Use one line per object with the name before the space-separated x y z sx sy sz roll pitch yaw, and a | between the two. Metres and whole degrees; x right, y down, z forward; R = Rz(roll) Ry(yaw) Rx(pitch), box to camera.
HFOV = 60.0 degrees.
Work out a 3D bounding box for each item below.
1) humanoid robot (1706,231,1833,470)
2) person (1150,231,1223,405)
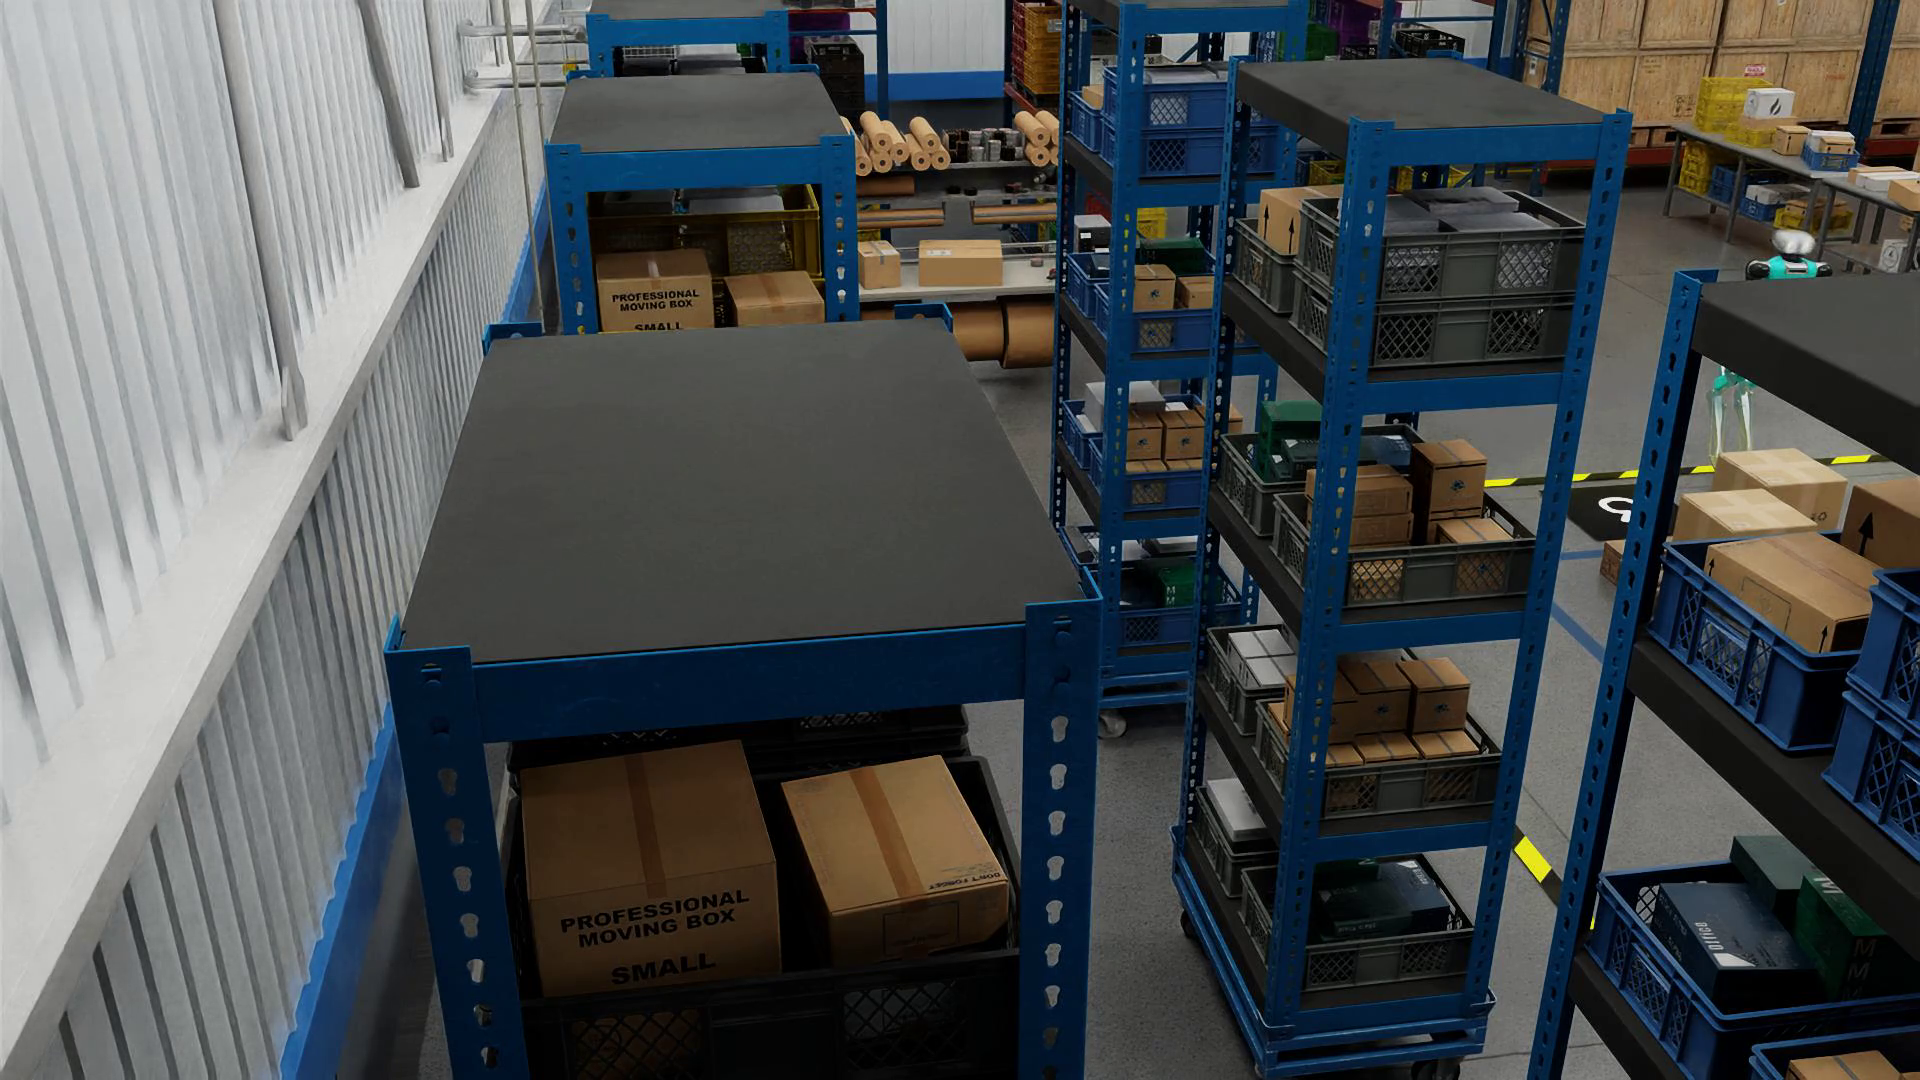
humanoid robot | 5.363 -1.304 11.222 0.533 1.672 0.735 1 25 2
person | 1.482 -1.103 10.802 0.596 1.851 0.382 -2 25 -4
